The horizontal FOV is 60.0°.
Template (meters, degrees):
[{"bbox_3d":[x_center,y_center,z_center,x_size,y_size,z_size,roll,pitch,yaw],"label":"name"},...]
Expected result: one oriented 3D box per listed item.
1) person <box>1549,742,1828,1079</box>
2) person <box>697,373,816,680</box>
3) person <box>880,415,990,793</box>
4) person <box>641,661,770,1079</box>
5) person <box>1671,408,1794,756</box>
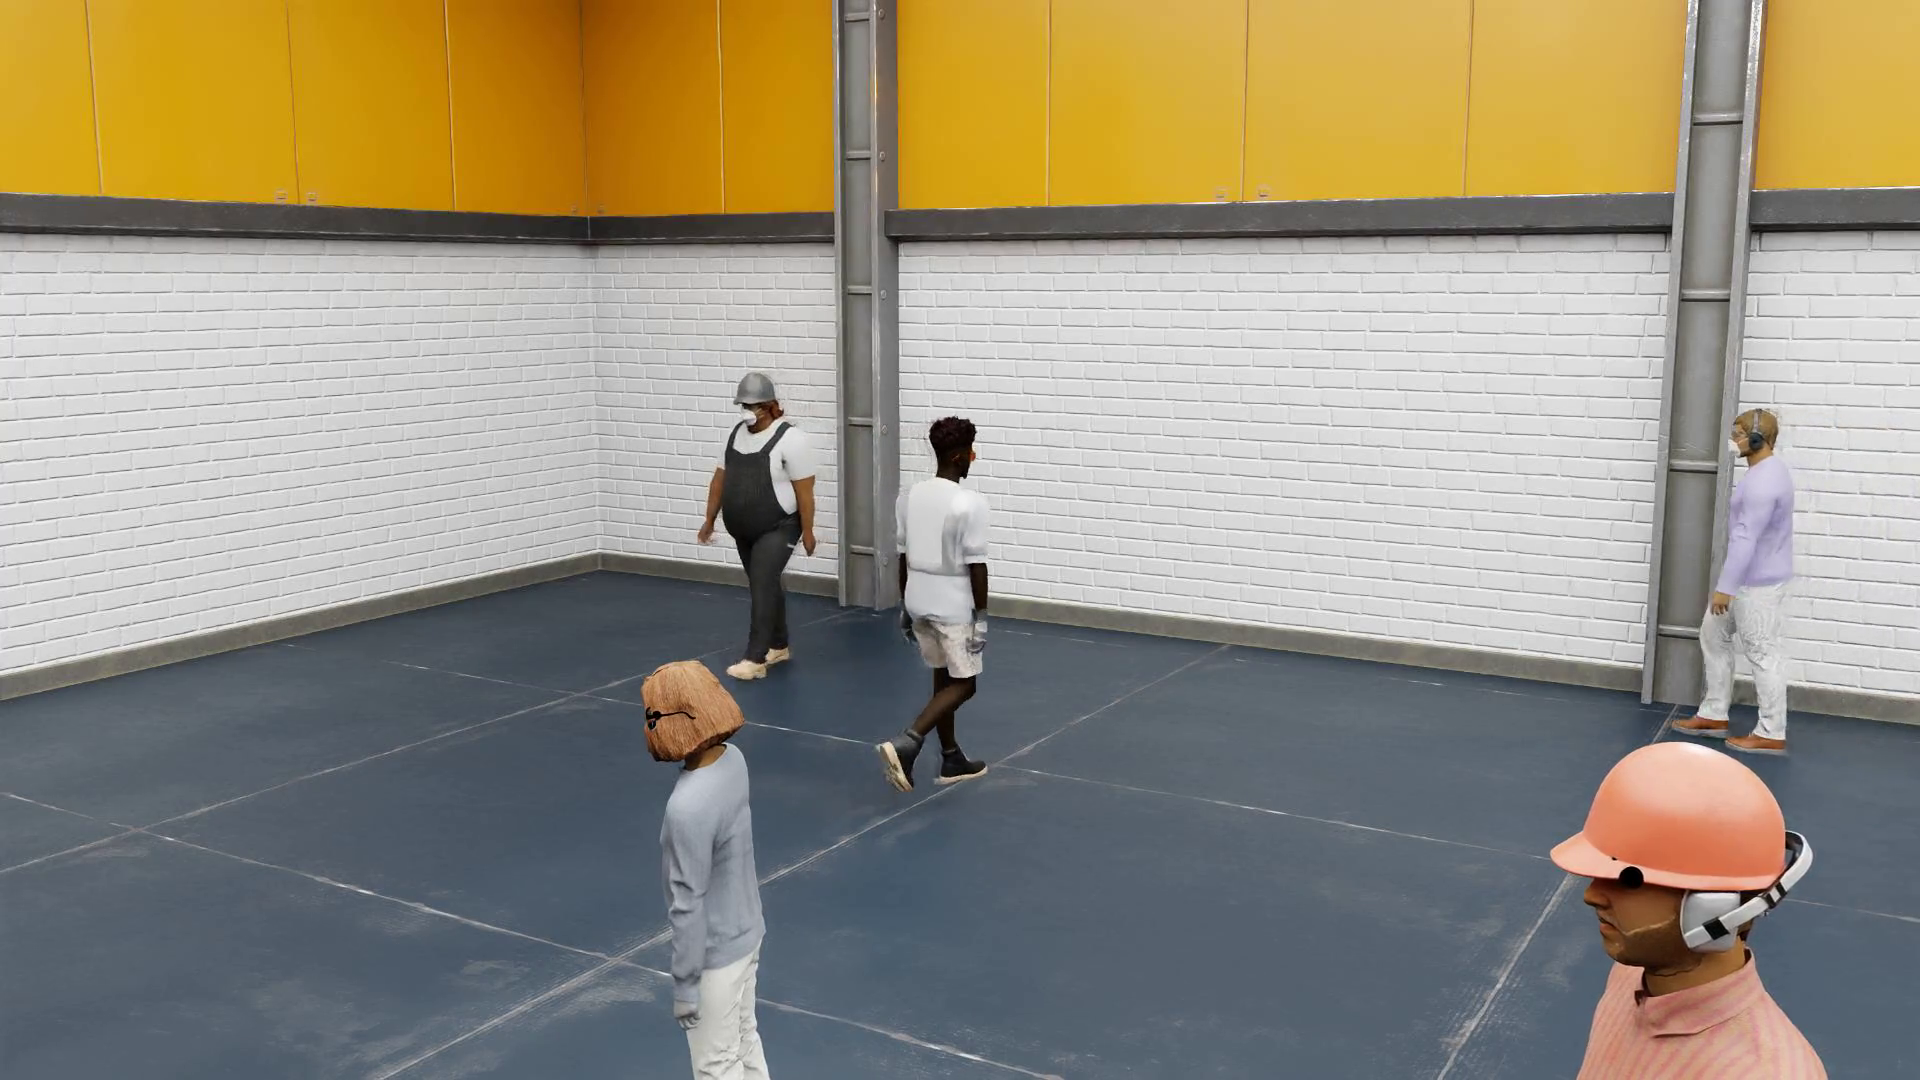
[{"bbox_3d":[1.022,1.268,2.448,0.385,1.993,0.622,0,9,1],"label":"person"},{"bbox_3d":[-1.373,-0.117,10.950,0.703,2.000,0.909,7,12,39],"label":"person"},{"bbox_3d":[-0.130,0.340,8.421,0.608,1.945,0.734,9,13,44],"label":"person"},{"bbox_3d":[-0.680,1.124,4.522,0.308,1.624,0.492,1,9,8],"label":"person"},{"bbox_3d":[4.272,0.229,9.200,0.743,1.916,0.632,4,10,24],"label":"person"}]
